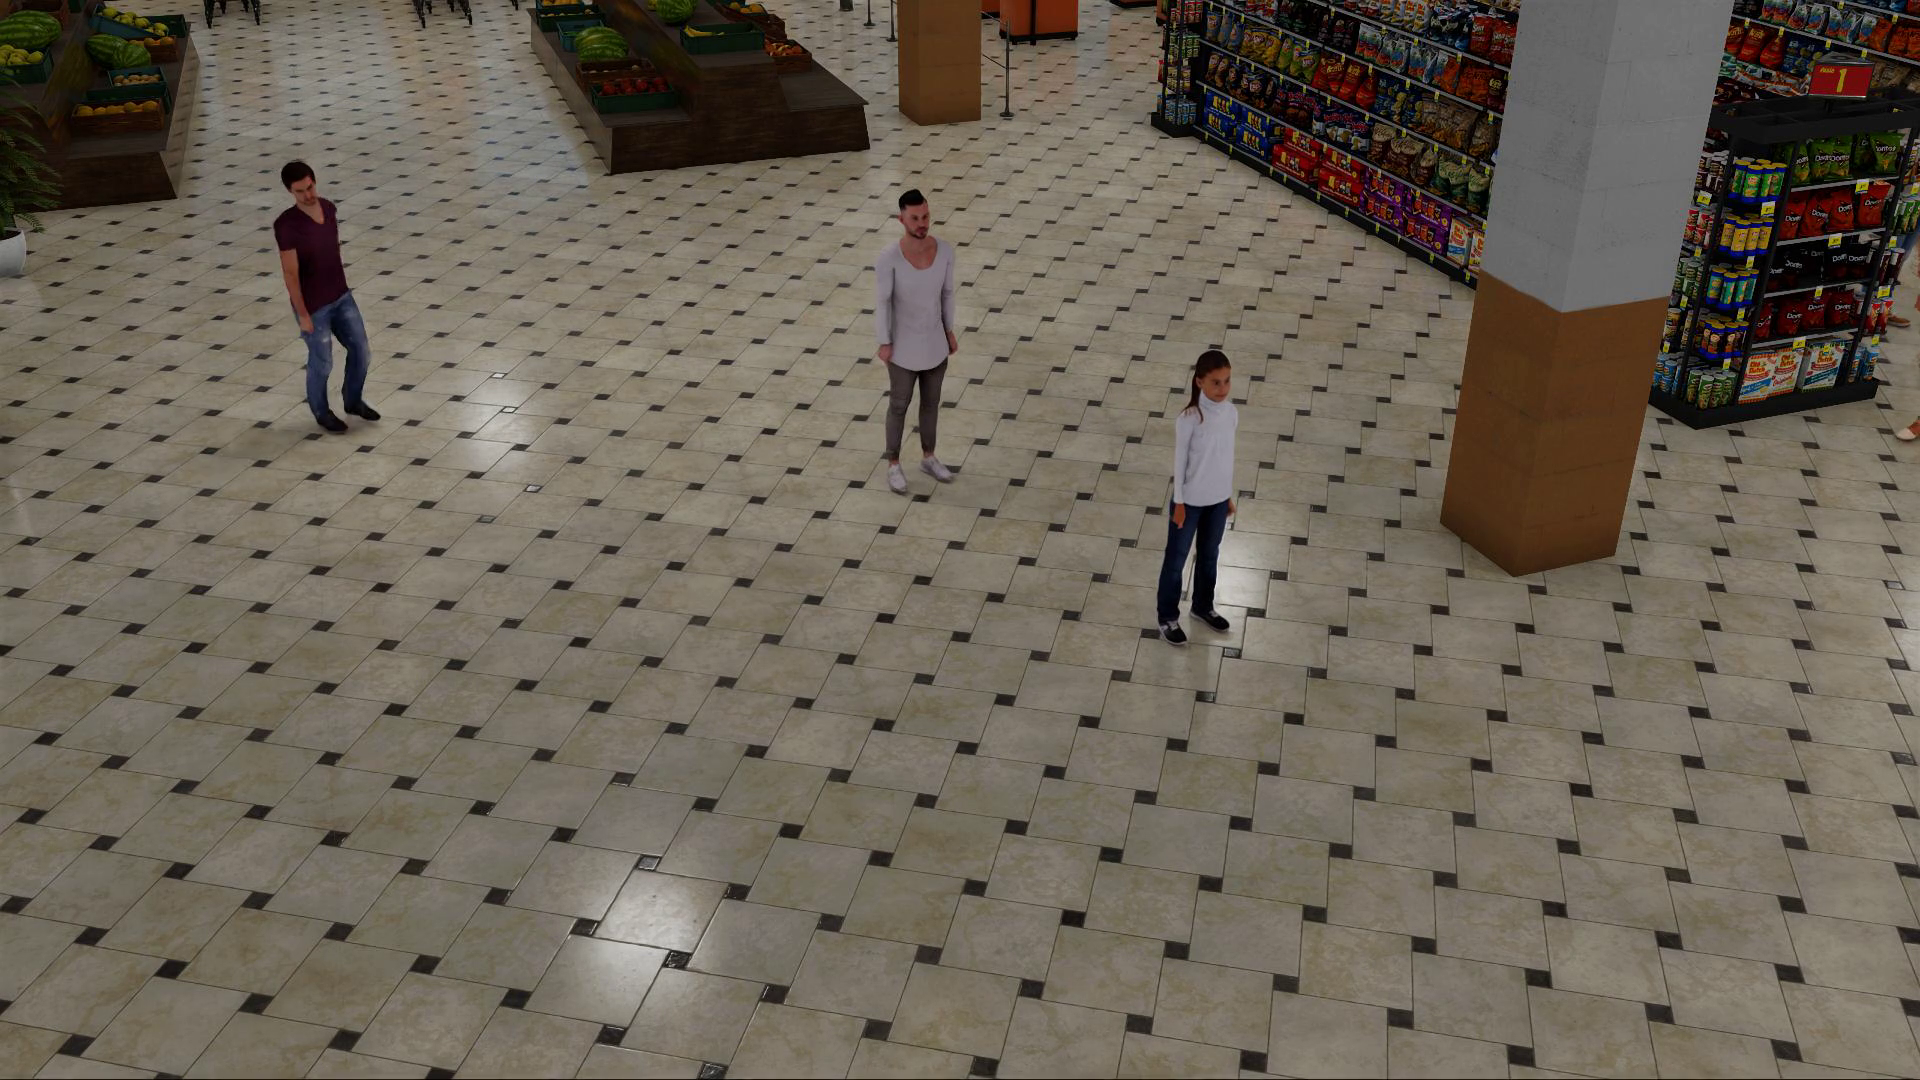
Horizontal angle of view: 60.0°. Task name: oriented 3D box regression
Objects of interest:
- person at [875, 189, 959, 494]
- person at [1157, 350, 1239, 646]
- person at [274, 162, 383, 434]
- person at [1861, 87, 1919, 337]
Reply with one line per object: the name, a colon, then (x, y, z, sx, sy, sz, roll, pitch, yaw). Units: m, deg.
person: (-0.259, -1.191, 9.855, 0.702, 1.839, 0.594, -15, 32, -25)
person: (1.215, -0.232, 8.394, 0.559, 1.558, 0.548, -14, 31, -23)
person: (-4.068, -1.525, 10.504, 0.895, 1.805, 0.840, 9, 30, 16)
person: (6.897, -2.458, 12.104, 0.706, 1.908, 0.657, -17, 33, -29)
